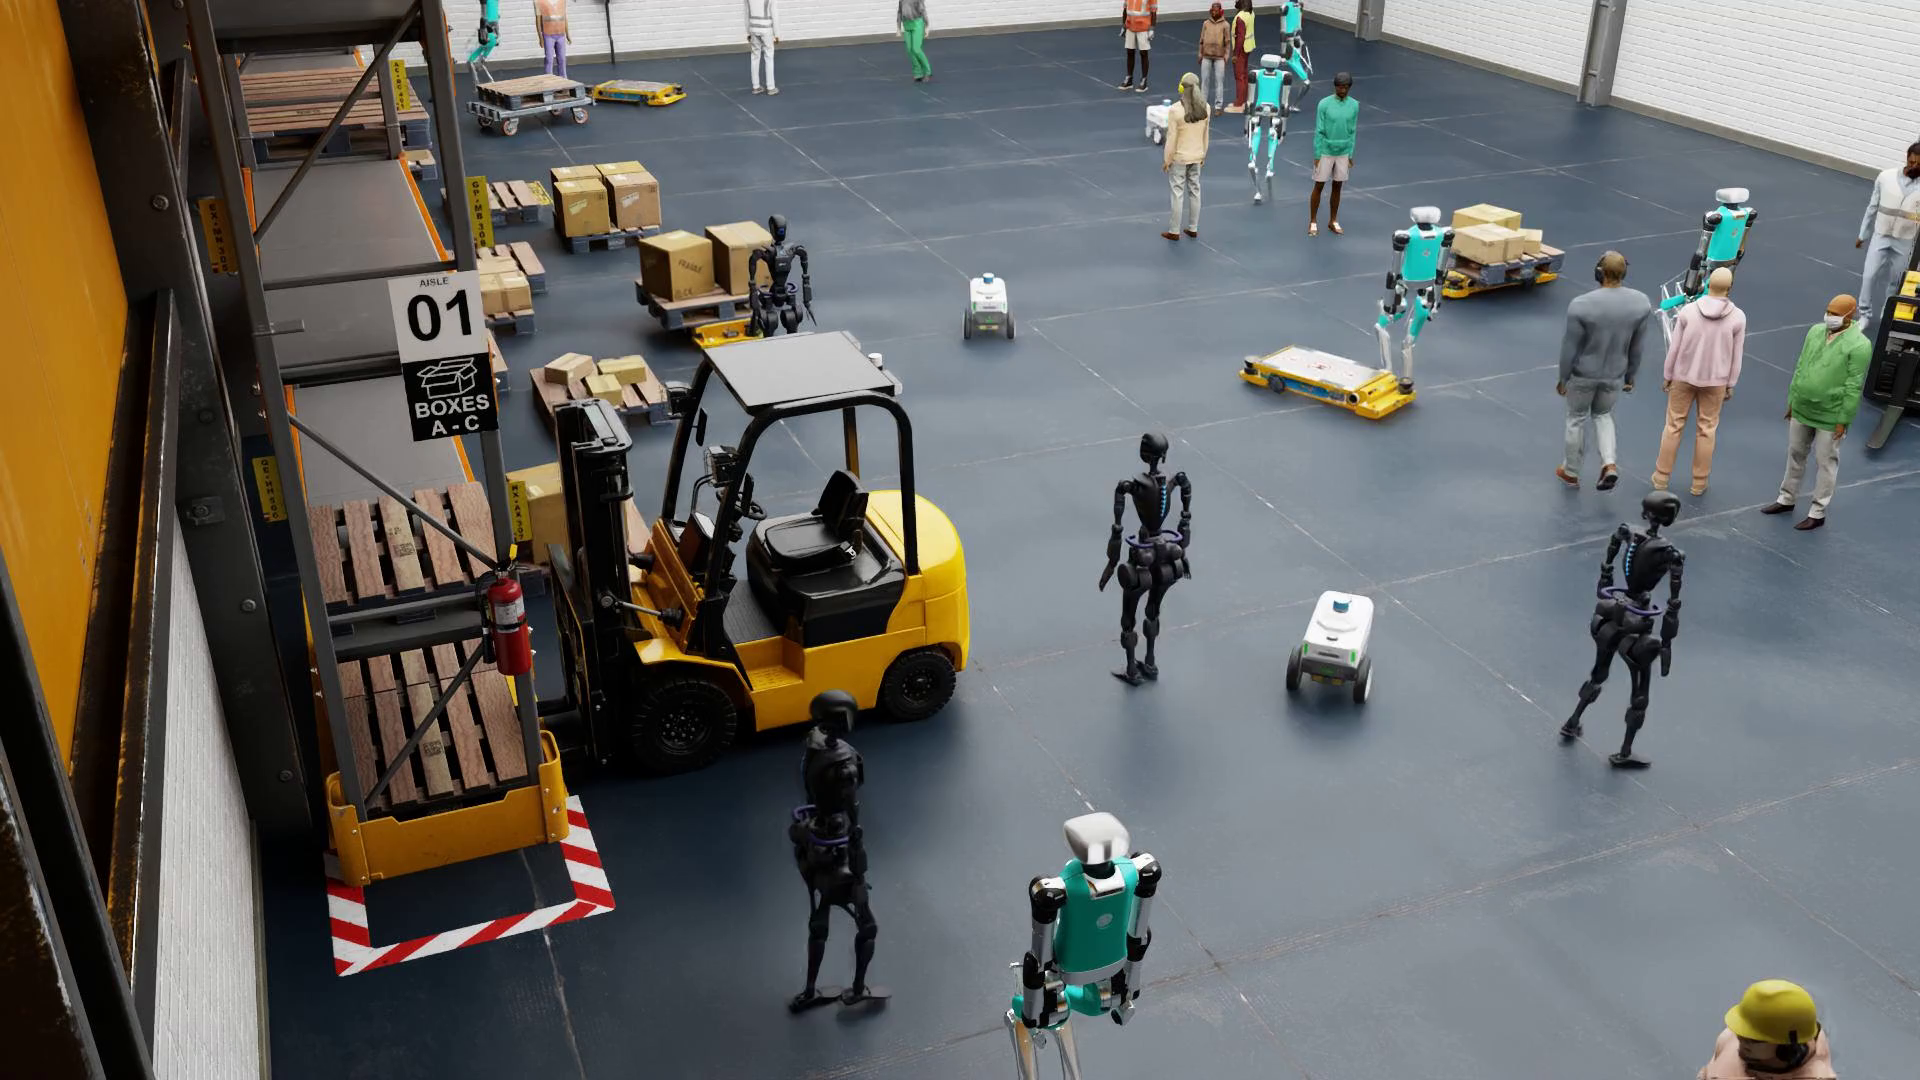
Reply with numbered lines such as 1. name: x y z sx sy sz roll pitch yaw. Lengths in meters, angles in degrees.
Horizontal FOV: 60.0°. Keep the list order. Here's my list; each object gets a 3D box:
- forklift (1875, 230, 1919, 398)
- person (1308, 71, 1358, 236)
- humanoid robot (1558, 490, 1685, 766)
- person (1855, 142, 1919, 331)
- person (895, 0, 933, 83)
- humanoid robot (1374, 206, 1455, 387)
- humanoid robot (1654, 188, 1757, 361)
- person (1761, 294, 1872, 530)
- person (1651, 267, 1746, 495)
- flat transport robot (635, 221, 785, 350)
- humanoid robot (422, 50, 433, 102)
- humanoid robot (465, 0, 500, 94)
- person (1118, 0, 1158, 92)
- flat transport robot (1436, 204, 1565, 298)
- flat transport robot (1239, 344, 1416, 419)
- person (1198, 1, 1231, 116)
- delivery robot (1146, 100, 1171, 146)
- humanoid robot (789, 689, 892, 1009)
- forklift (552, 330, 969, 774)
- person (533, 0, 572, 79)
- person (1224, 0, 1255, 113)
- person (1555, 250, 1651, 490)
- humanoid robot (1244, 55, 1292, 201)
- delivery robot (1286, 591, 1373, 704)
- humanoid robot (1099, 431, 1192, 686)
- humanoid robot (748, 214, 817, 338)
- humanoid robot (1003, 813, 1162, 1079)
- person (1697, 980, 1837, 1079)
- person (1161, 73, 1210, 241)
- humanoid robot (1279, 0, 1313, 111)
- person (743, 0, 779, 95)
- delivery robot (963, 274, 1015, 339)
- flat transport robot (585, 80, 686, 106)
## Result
1. forklift: 9.029 -2.397 14.618 1.214 2.155 2.313 18 32 32
2. person: 4.266 -4.423 19.029 0.491 1.849 0.396 -3 27 -7
3. humanoid robot: 3.786 0.478 9.466 0.392 1.636 0.602 -12 29 -23
4. person: 9.050 -2.942 16.068 0.638 1.885 0.607 15 31 28
5. person: -0.763 -8.267 26.711 0.546 1.815 0.424 22 34 36
6. humanoid robot: 3.885 -2.078 14.591 0.549 1.861 0.810 -4 27 -8
7. humanoid robot: 6.616 -2.392 14.962 0.533 1.677 0.735 -10 28 -20
8. person: 6.304 -0.947 12.195 0.384 1.779 0.540 -13 29 -24
9. person: 5.640 -1.201 12.689 0.535 1.781 0.400 10 28 19
10. flat transport robot: -2.458 -2.200 16.362 0.659 0.231 1.431 -13 29 -23
11. humanoid robot: -8.049 -7.567 25.469 0.319 1.643 0.611 6 27 12
12. humanoid robot: -7.511 -7.833 25.979 0.796 1.821 0.539 6 27 11
13. person: 2.793 -8.059 26.130 0.612 1.963 0.361 19 33 33
14. flat transport robot: 5.559 -2.833 17.623 1.431 0.231 0.659 -13 29 -23
15. flat transport robot: 3.269 -1.426 14.824 1.431 0.231 0.659 23 35 38
16. person: 3.763 -7.125 24.614 0.471 1.650 0.309 11 29 21
17. delivery robot: 2.899 -5.850 23.311 0.499 0.601 0.805 -8 28 -16
18. humanoid robot: -0.577 1.424 7.597 0.510 1.645 0.587 -14 30 -25
19. forklift: -1.094 0.010 9.831 2.313 2.155 1.214 -10 28 -20
20. person: -6.300 -7.814 25.773 0.565 1.847 0.390 -24 35 -39
21. person: 4.196 -7.273 24.784 0.376 1.768 0.466 11 29 21
22. person: 4.852 -1.249 12.636 0.638 1.917 0.567 -1 27 -3
23. humanoid robot: 3.675 -4.885 20.114 0.530 1.824 0.765 6 27 13
24. delivery robot: 2.362 0.625 10.417 0.499 0.587 0.772 10 28 19
25. humanoid robot: 1.150 0.121 10.183 0.616 1.653 0.304 -12 29 -22
26. humanoid robot: -1.548 -2.011 14.406 0.599 1.655 0.314 -10 28 -20
27. humanoid robot: 0.419 1.725 6.778 0.533 1.673 0.735 -10 28 -20
28. person: 2.638 2.273 5.745 0.940 1.817 0.783 -7 28 -14
29. person: 2.560 -4.321 18.796 0.554 1.877 0.409 -12 29 -23
30. humanoid robot: 5.071 -7.191 24.709 0.709 1.839 0.538 21 34 36
31. person: -3.095 -7.916 25.949 0.566 1.878 0.352 9 28 18
32. delivery robot: 0.276 -2.283 16.227 0.499 0.610 0.808 0 27 -1
33. flat transport robot: -5.044 -6.933 25.777 1.431 0.231 0.659 9 28 18
